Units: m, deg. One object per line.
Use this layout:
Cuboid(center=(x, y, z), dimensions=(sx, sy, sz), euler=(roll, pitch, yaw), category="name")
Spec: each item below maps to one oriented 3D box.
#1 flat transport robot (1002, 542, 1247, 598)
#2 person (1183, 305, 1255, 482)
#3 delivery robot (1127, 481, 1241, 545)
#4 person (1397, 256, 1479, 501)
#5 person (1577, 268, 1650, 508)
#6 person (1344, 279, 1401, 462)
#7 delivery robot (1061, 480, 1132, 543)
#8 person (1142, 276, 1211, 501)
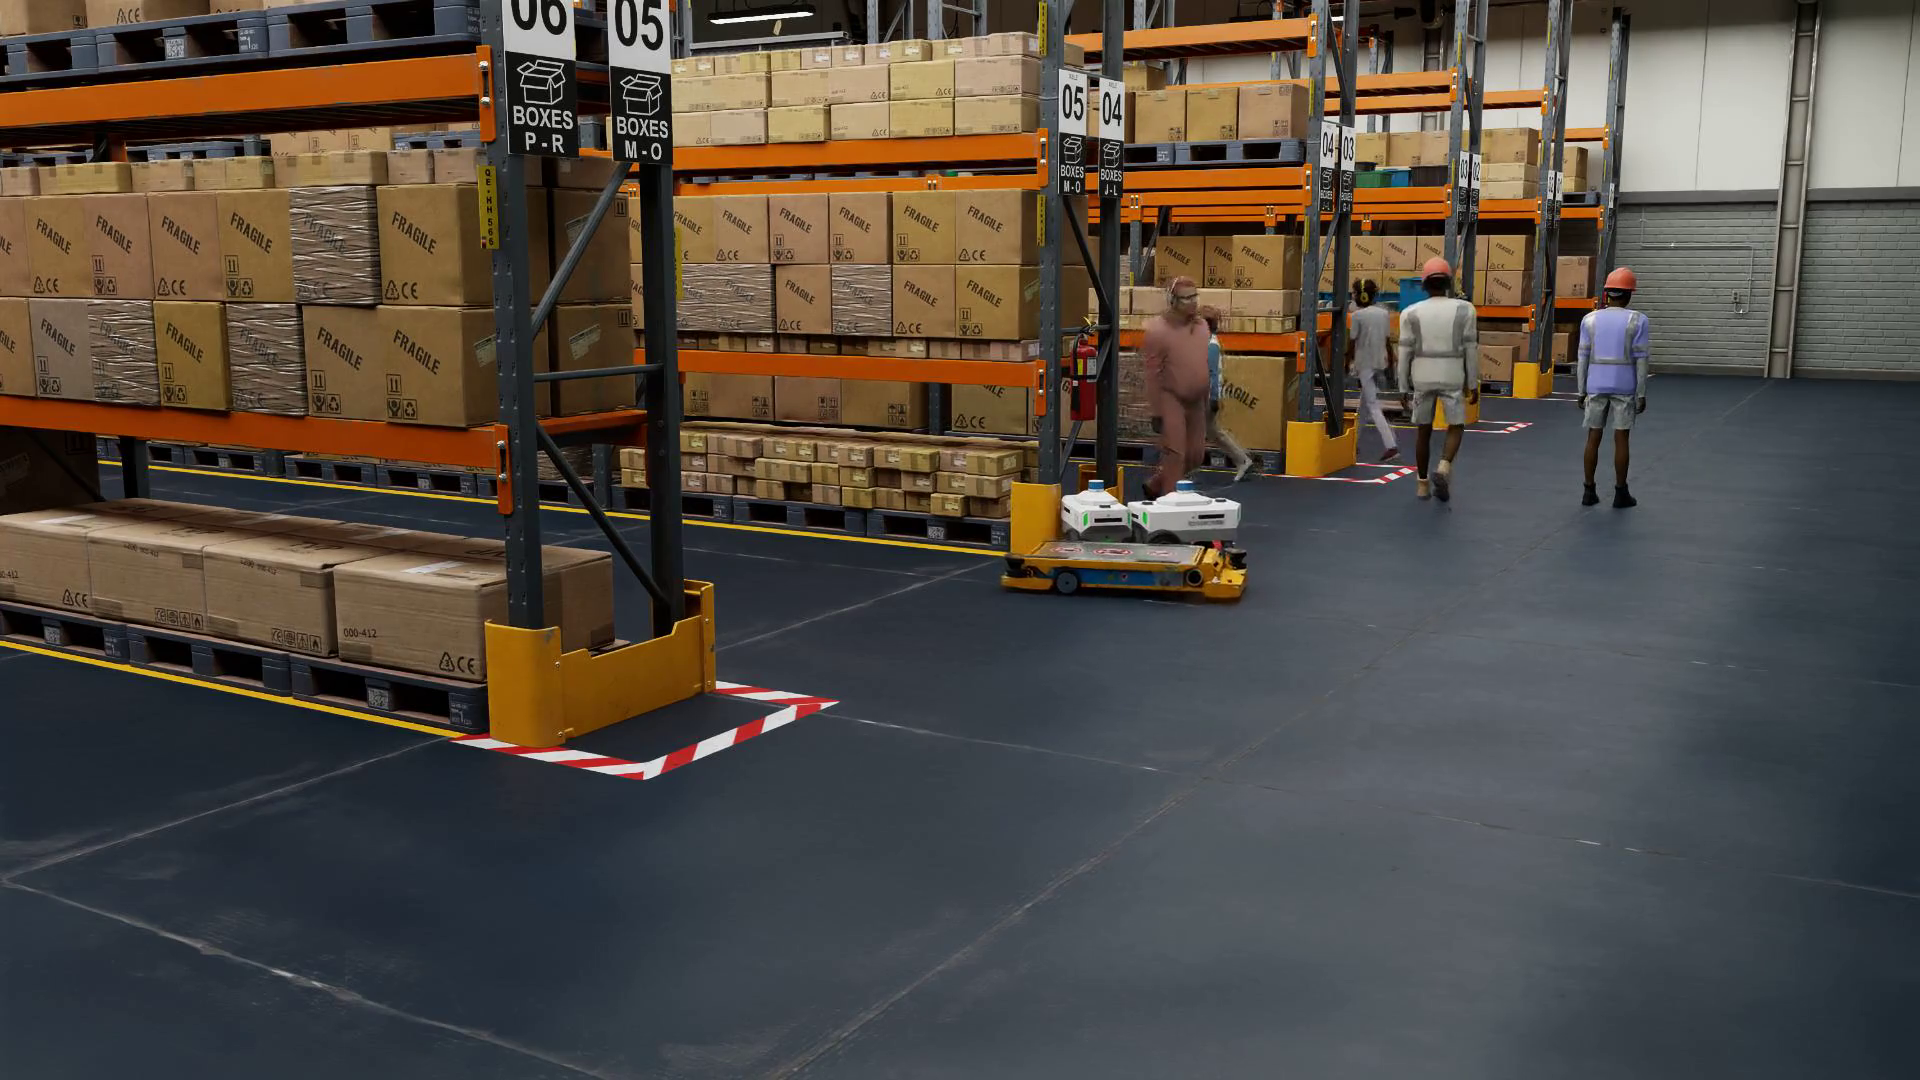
Cuboid(center=(1.018, 0.166, 10.185), dimensions=(1.431, 0.197, 0.652), euler=(2, 10, 12), category="flat transport robot")
Cuboid(center=(2.246, -1.287, 14.790), dimensions=(0.784, 1.607, 0.515), euler=(0, 10, 1), category="person")
Cuboid(center=(1.469, -0.145, 10.900), dimensions=(0.707, 0.478, 0.477), euler=(-2, 10, -14), category="delivery robot")
Cuboid(center=(3.909, -1.300, 13.620), dimensions=(0.653, 2.032, 0.649), euler=(4, 10, 22), category="person")
Cuboid(center=(5.304, -1.234, 13.510), dimensions=(0.551, 1.935, 0.375), euler=(7, 12, 36), category="person")
Cuboid(center=(4.097, -1.697, 16.612), dimensions=(0.526, 1.814, 1.001), euler=(-6, 11, -30), category="person")
Cuboid(center=(0.892, -0.155, 10.960), dimensions=(0.477, 0.478, 0.707), euler=(-1, 10, -9), category="delivery robot")
Cuboid(center=(1.577, -1.012, 12.374), dimensions=(0.657, 1.890, 0.602), euler=(-8, 12, -38), category="person")
